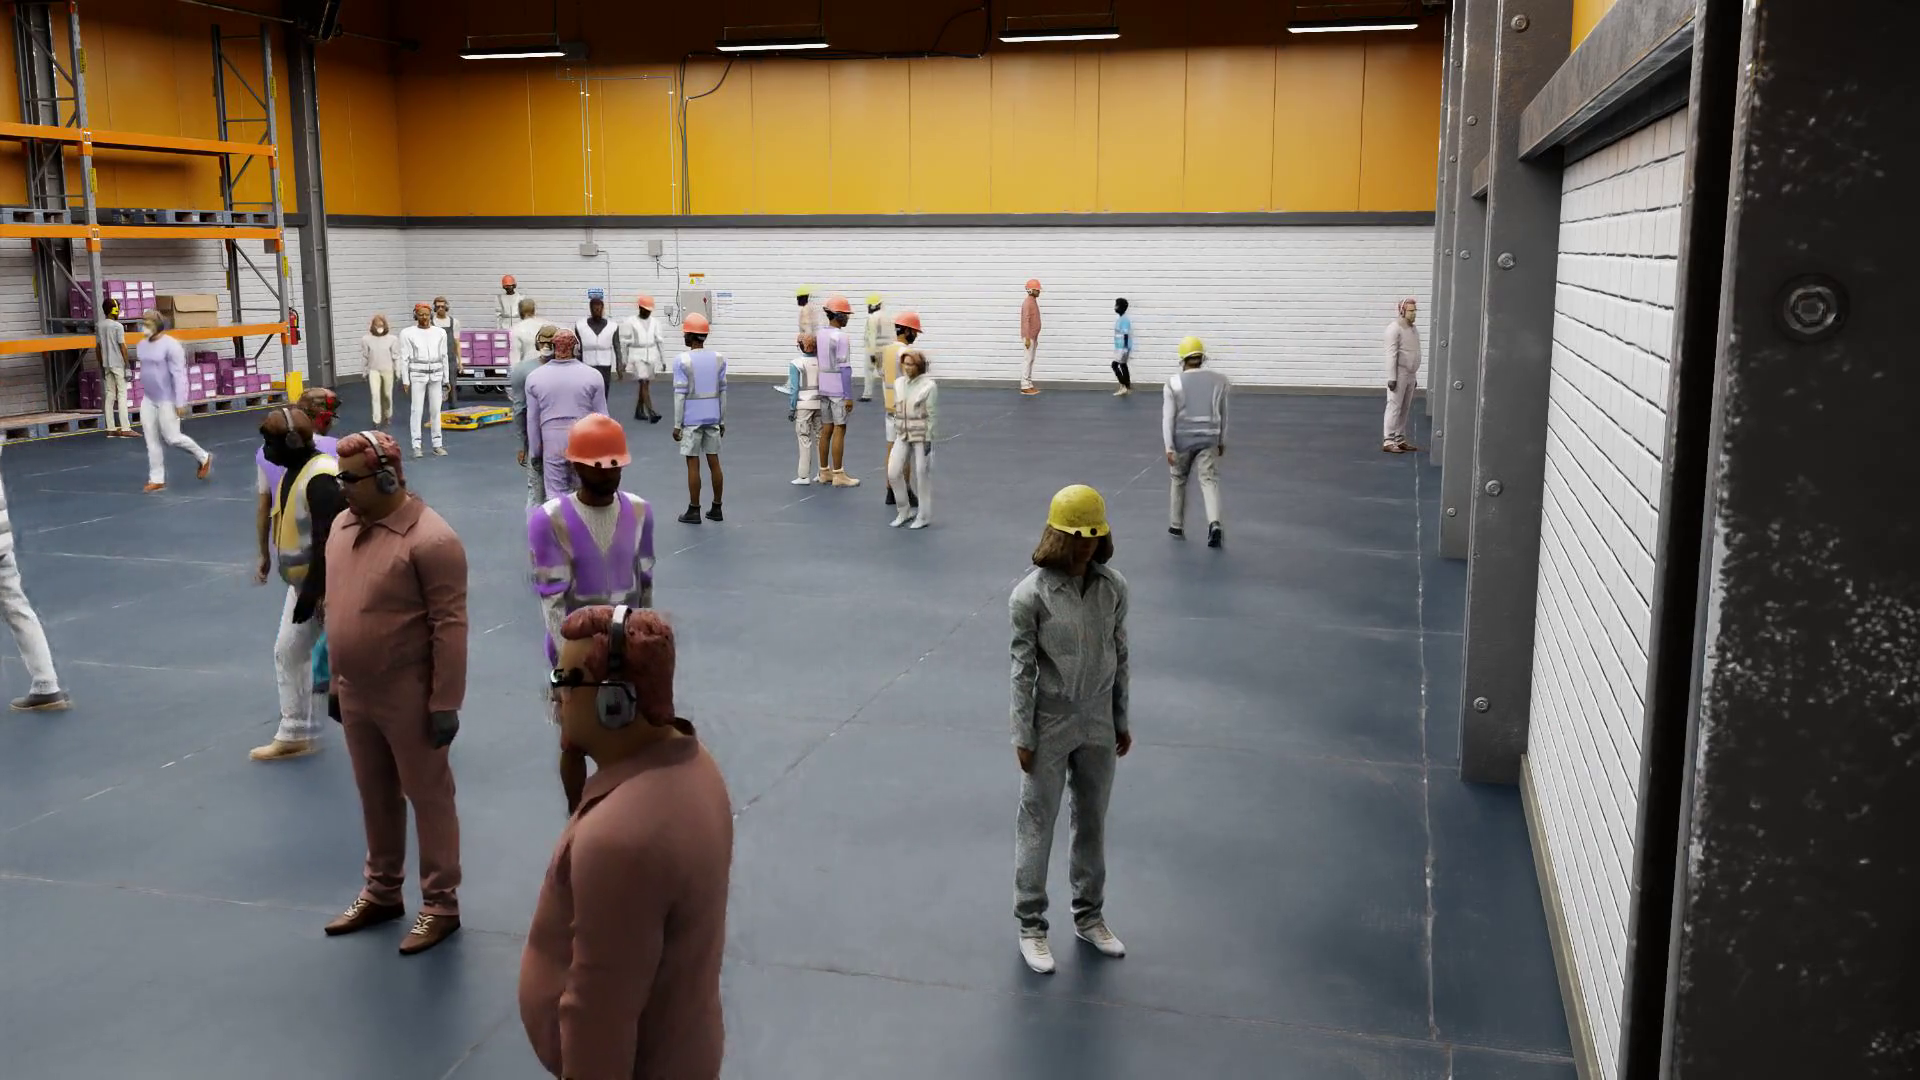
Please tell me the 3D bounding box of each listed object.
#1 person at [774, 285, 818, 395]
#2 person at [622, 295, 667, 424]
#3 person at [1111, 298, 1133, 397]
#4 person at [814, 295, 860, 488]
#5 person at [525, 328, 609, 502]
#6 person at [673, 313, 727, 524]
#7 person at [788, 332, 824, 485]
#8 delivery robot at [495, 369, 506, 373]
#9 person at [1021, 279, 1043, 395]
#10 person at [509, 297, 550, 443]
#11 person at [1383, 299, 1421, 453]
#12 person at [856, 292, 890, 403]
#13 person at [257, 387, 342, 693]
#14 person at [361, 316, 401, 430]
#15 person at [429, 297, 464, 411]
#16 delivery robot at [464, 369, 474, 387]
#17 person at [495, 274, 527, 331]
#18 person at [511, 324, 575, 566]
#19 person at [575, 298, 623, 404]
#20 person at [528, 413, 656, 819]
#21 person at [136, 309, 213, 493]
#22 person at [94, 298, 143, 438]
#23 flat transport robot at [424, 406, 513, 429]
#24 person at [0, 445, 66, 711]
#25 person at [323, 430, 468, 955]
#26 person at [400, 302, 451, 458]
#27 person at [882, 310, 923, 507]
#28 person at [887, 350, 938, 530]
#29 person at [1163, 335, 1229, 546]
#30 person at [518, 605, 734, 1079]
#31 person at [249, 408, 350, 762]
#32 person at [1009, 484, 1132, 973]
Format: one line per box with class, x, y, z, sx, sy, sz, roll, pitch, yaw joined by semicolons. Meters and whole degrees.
person;-2.697;-3.400;28.454;1.002;1.873;0.604;1;10;5
person;-4.560;-2.624;24.149;0.569;1.854;1.073;-7;12;-36
person;2.711;-3.244;28.109;0.442;1.679;0.555;0;10;-2
person;-1.298;-1.579;17.690;0.392;2.039;0.615;-7;12;-34
person;-3.103;-0.727;13.246;0.638;1.911;0.402;0;10;-2
person;-2.411;-1.118;15.361;0.549;1.942;0.344;-8;13;-39
person;-1.613;-1.403;17.832;0.517;1.641;0.308;-9;14;-42
delivery robot;-7.789;-2.888;29.046;0.707;0.478;0.477;-3;10;-17
person;1.244;-3.515;28.780;0.395;1.993;0.616;3;10;16
person;-5.307;-2.055;20.717;0.555;1.926;0.648;8;13;39
person;5.518;-2.037;20.666;0.402;1.906;0.652;9;13;40
person;-1.310;-3.113;27.020;0.755;1.811;0.594;5;11;26
person;-3.576;0.059;9.153;0.580;1.797;0.949;1;10;6
person;-8.159;-2.374;23.444;0.510;1.594;0.798;-3;11;-19
person;-7.383;-2.545;23.756;0.558;1.838;0.399;-4;11;-22
delivery robot;-8.526;-2.879;28.991;0.707;0.478;0.477;0;10;-3
person;-8.426;-3.972;31.297;0.611;2.029;0.412;-1;10;-8
person;-3.276;-0.769;13.401;0.629;1.937;0.379;-5;11;-27
person;-4.917;-2.361;22.667;0.603;1.854;1.085;-3;10;-17
person;-1.386;0.453;6.583;0.542;1.894;0.893;-6;12;-33
person;-8.305;-1.468;17.448;0.630;1.917;0.763;4;11;23
person;-11.291;-2.295;22.251;0.509;1.865;0.329;4;11;19
flat transport robot;-6.938;-1.752;23.677;0.652;0.197;1.431;3;10;15
person;-5.421;0.056;9.034;1.005;1.821;0.588;1;10;8
person;-2.080;0.548;6.049;0.641;1.901;0.401;6;12;31
person;-6.488;-1.946;20.210;0.584;1.882;0.337;-7;12;-34
person;-0.544;-1.286;16.358;0.389;1.926;0.547;-6;12;-30
person;-0.438;-0.893;14.950;0.528;1.621;0.480;8;13;37
person;2.036;-0.856;14.297;0.594;1.801;0.864;-1;10;-6
person;-0.578;1.050;3.253;0.800;1.886;0.649;-1;10;-3
person;-3.099;0.211;8.347;0.900;1.785;0.653;-9;14;-42
person;0.403;0.660;5.880;0.485;1.737;0.320;-6;12;-31
